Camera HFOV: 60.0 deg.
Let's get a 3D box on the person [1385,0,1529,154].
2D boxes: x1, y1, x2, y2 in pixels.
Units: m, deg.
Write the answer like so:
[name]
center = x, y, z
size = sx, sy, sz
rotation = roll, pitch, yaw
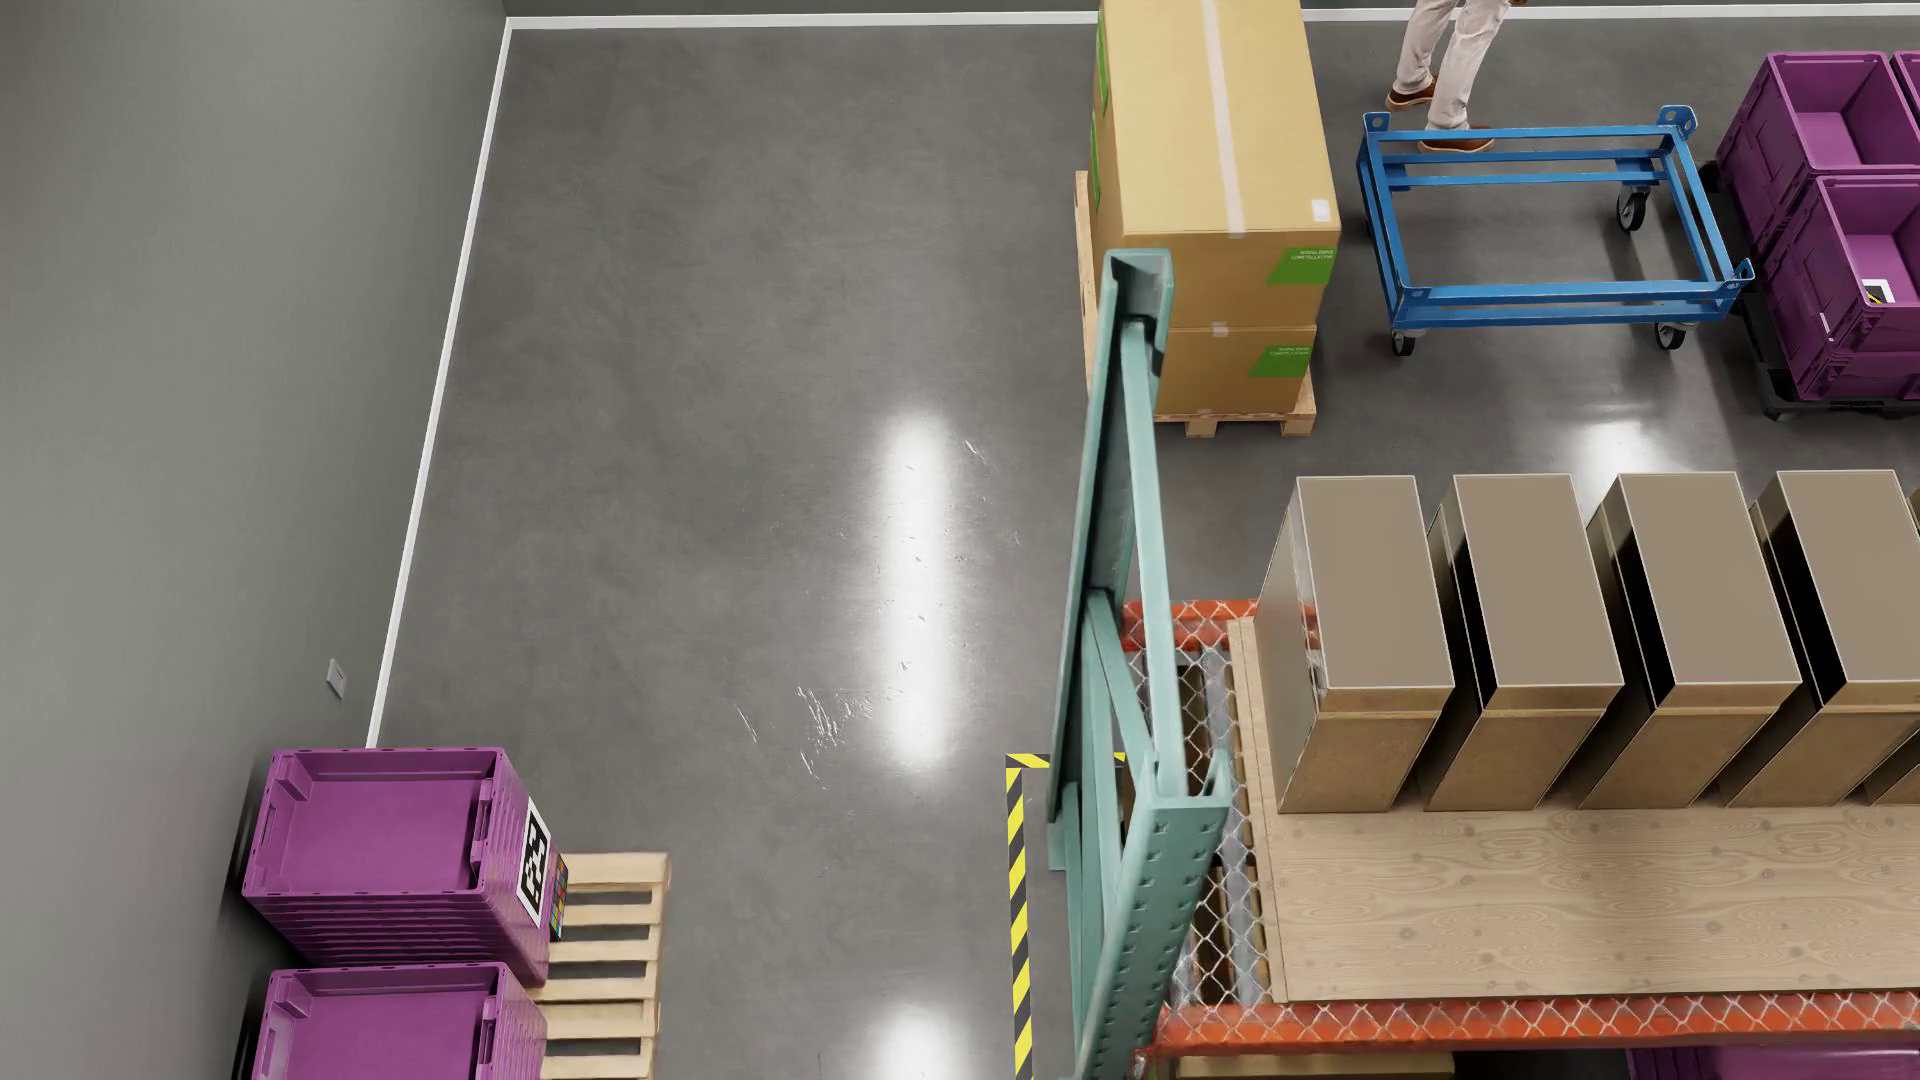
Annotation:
[person]
center = 1.971, -2.274, 6.065
size = 0.393, 1.992, 0.622
rotation = -15, 59, -9
